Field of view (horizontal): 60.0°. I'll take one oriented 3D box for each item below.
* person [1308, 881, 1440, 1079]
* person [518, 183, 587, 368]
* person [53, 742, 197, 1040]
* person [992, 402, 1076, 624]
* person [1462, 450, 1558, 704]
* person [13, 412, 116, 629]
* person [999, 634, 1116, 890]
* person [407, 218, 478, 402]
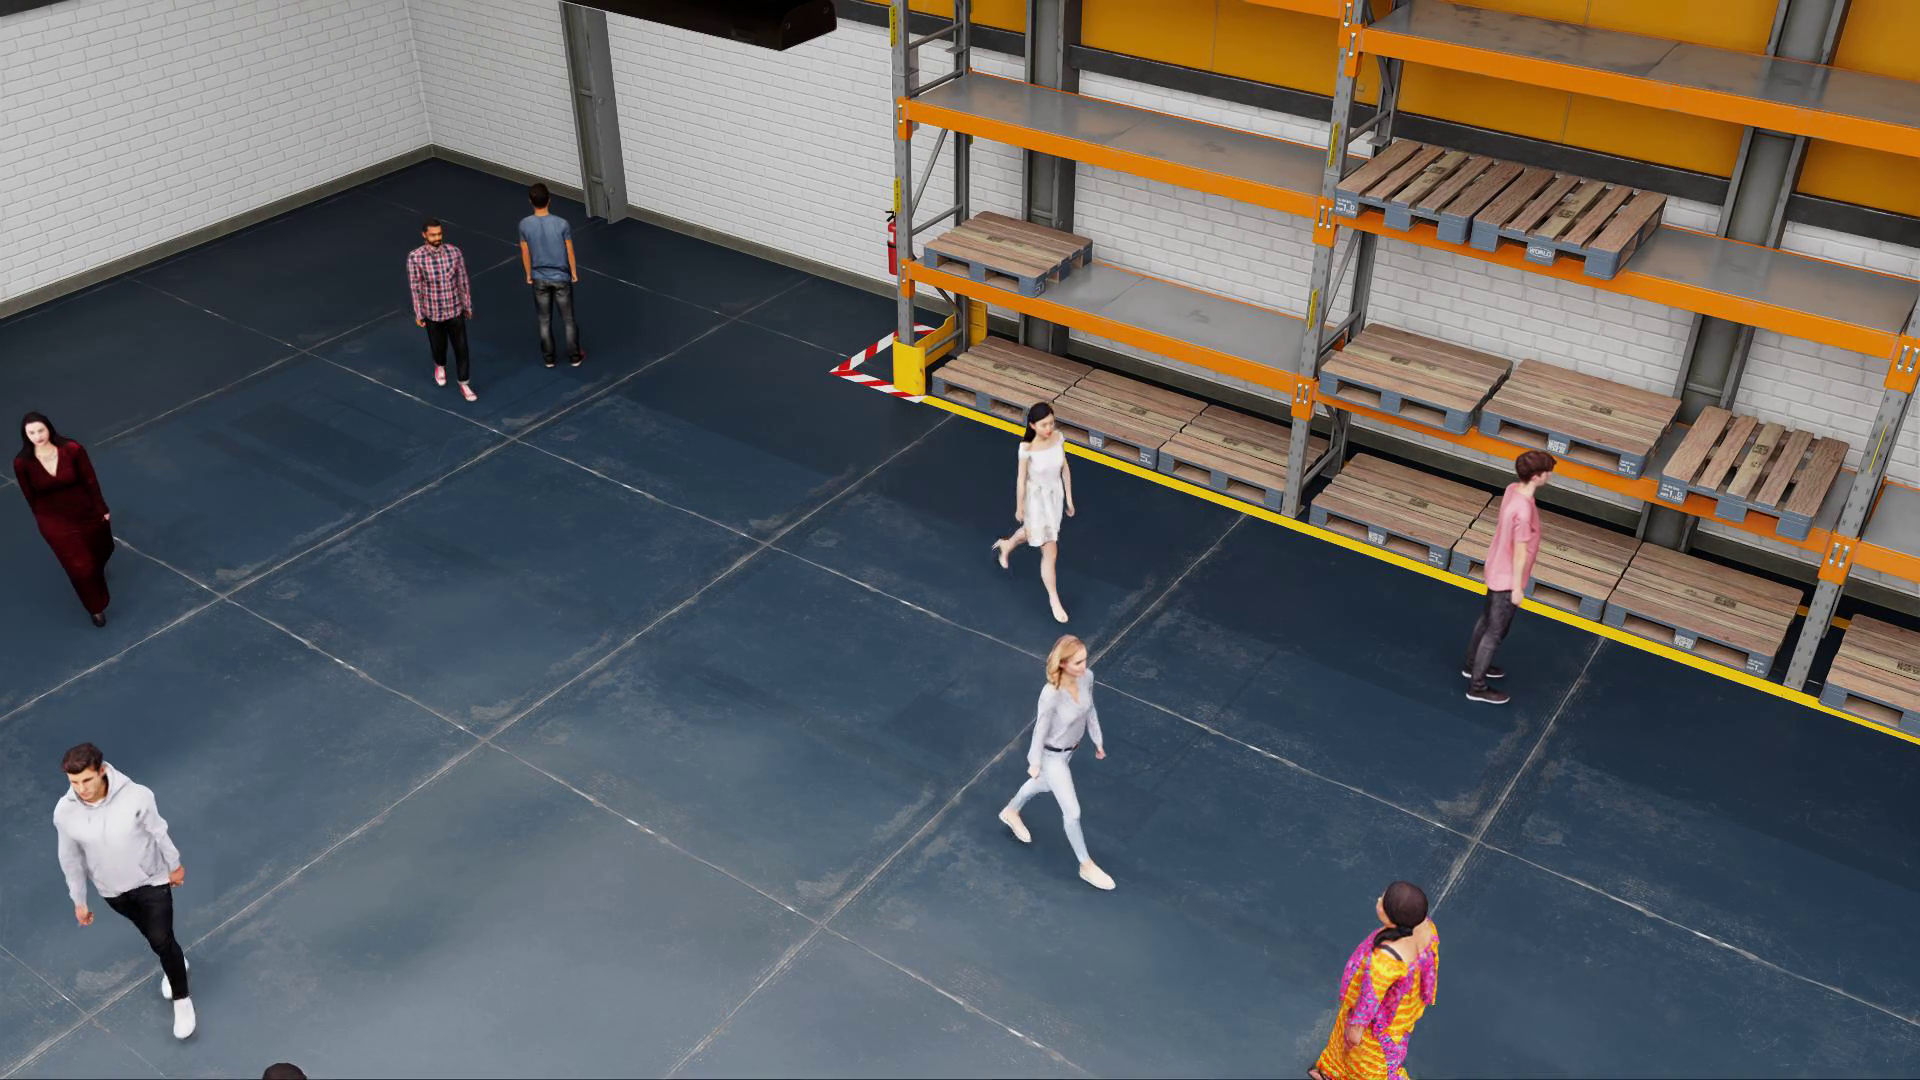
[{"bbox_3d":[2.211,2.410,8.510,1.016,1.676,0.660,24,41,32],"label":"person"},{"bbox_3d":[-3.880,-2.498,15.777,0.683,1.806,0.772,-2,34,-3],"label":"person"},{"bbox_3d":[-4.582,1.801,9.223,0.977,1.901,1.047,-7,34,-11],"label":"person"},{"bbox_3d":[0.563,-0.280,12.500,0.857,1.740,1.223,-22,40,-30],"label":"person"},{"bbox_3d":[3.769,0.236,11.528,0.714,1.957,0.710,3,34,5],"label":"person"},{"bbox_3d":[-6.630,-0.220,12.413,0.911,1.736,1.115,-19,38,-26],"label":"person"},{"bbox_3d":[0.538,1.269,10.153,1.181,1.757,0.712,27,42,34],"label":"person"},{"bbox_3d":[-4.767,-2.136,15.287,0.891,1.745,0.977,-17,37,-24],"label":"person"}]
